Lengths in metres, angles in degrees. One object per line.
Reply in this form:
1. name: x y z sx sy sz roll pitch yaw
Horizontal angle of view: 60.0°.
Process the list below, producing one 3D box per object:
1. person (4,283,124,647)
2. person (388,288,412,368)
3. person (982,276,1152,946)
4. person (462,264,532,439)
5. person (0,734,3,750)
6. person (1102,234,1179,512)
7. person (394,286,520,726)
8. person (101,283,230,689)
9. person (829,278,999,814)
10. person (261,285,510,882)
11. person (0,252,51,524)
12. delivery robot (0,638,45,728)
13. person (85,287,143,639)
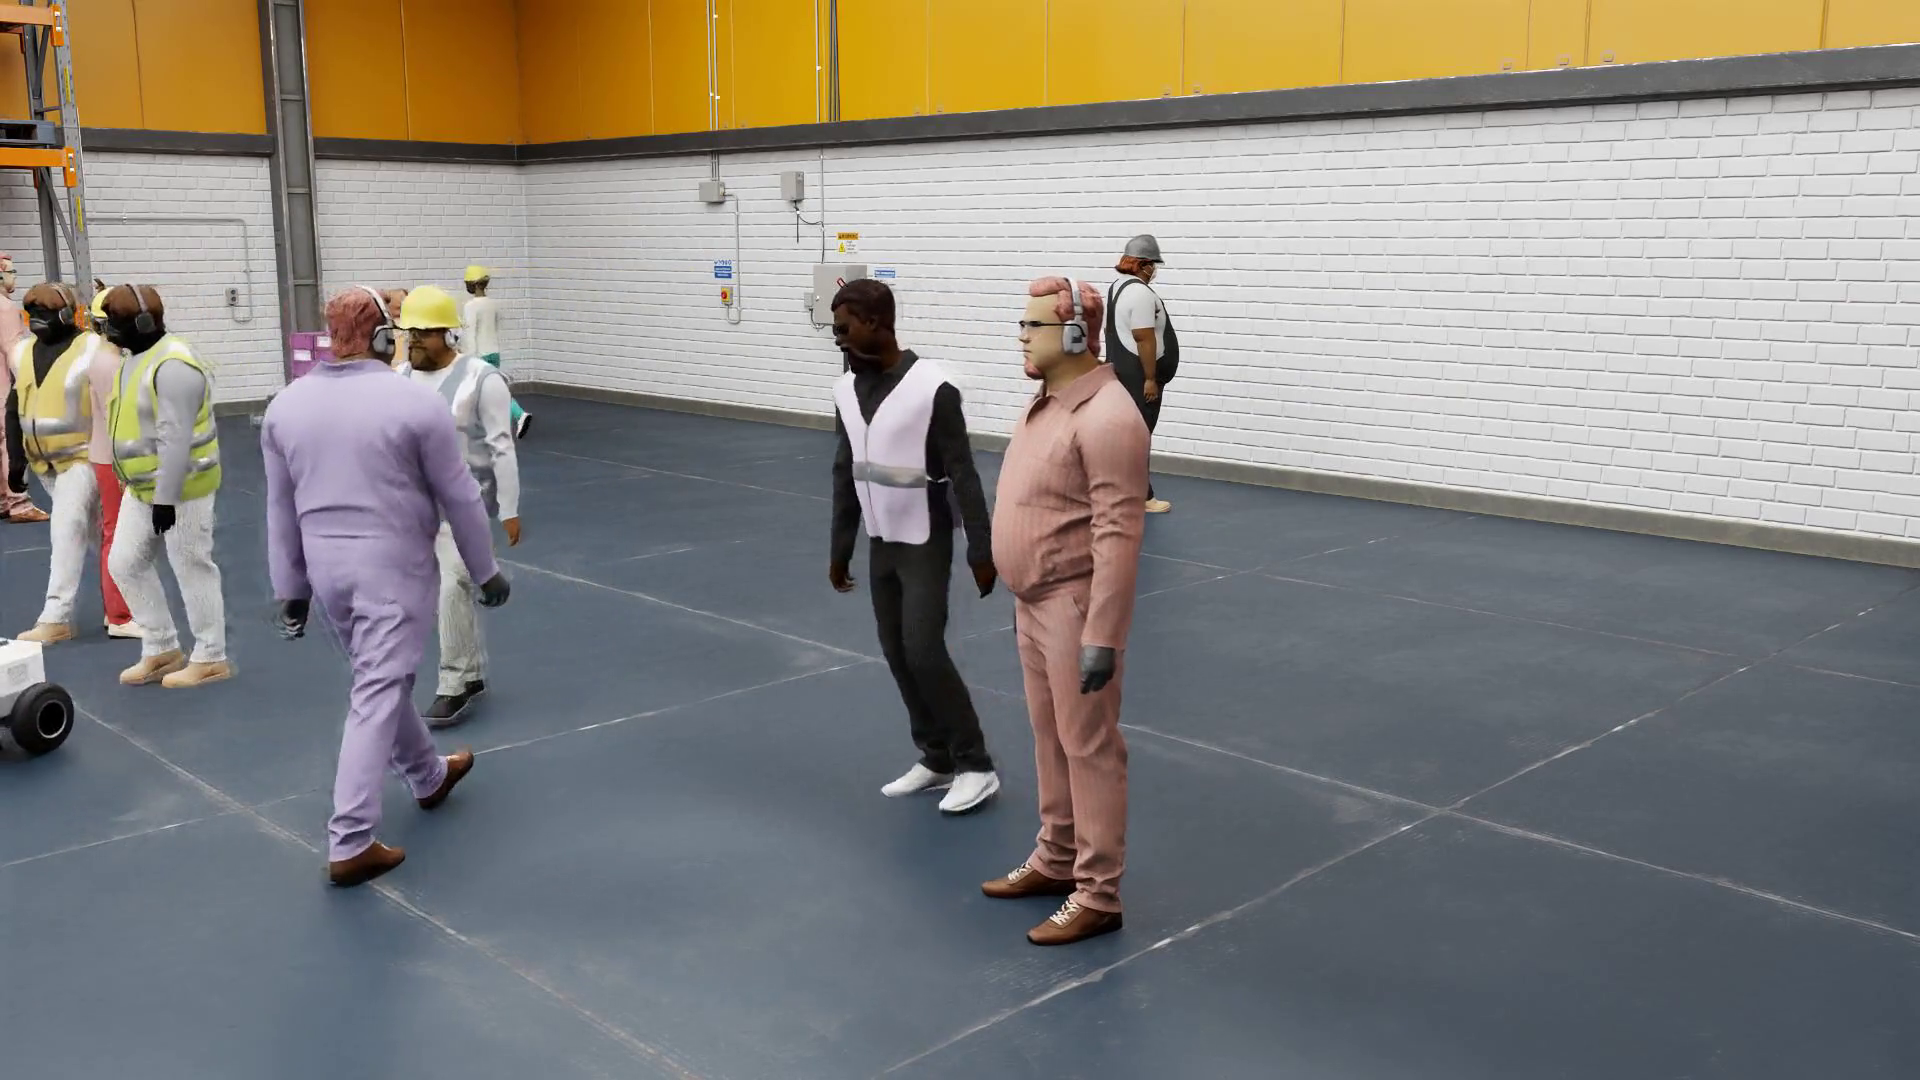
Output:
1. person: -4.525 -0.420 8.525 0.617 1.796 0.984 3 11 17
2. person: -4.538 -1.222 13.393 0.513 1.607 0.770 2 11 11
3. person: 0.288 0.203 4.803 0.402 1.911 0.638 -3 11 -16
4. person: -4.626 -1.827 16.330 0.739 1.743 0.531 4 11 18
5. person: -4.101 -0.059 6.314 0.726 1.885 0.648 -1 10 -6
6. person: 1.345 -1.234 12.274 0.536 2.000 0.677 -3 11 -16
7. person: -2.205 -0.135 6.900 0.627 1.808 0.703 4 11 21
8. person: -3.558 -0.218 7.347 0.631 1.816 0.567 9 14 41
9. person: -0.190 0.018 5.902 0.467 1.872 0.616 -9 14 -40
10. person: -1.868 0.108 5.465 0.660 1.857 1.010 3 11 17
11. person: -6.727 -1.071 11.753 0.654 1.906 0.406 7 13 35
12. delivery robot: -3.853 0.556 6.312 0.477 0.478 0.707 3 11 15
13. person: -4.225 -0.388 8.414 0.328 1.765 0.532 -5 12 -27
